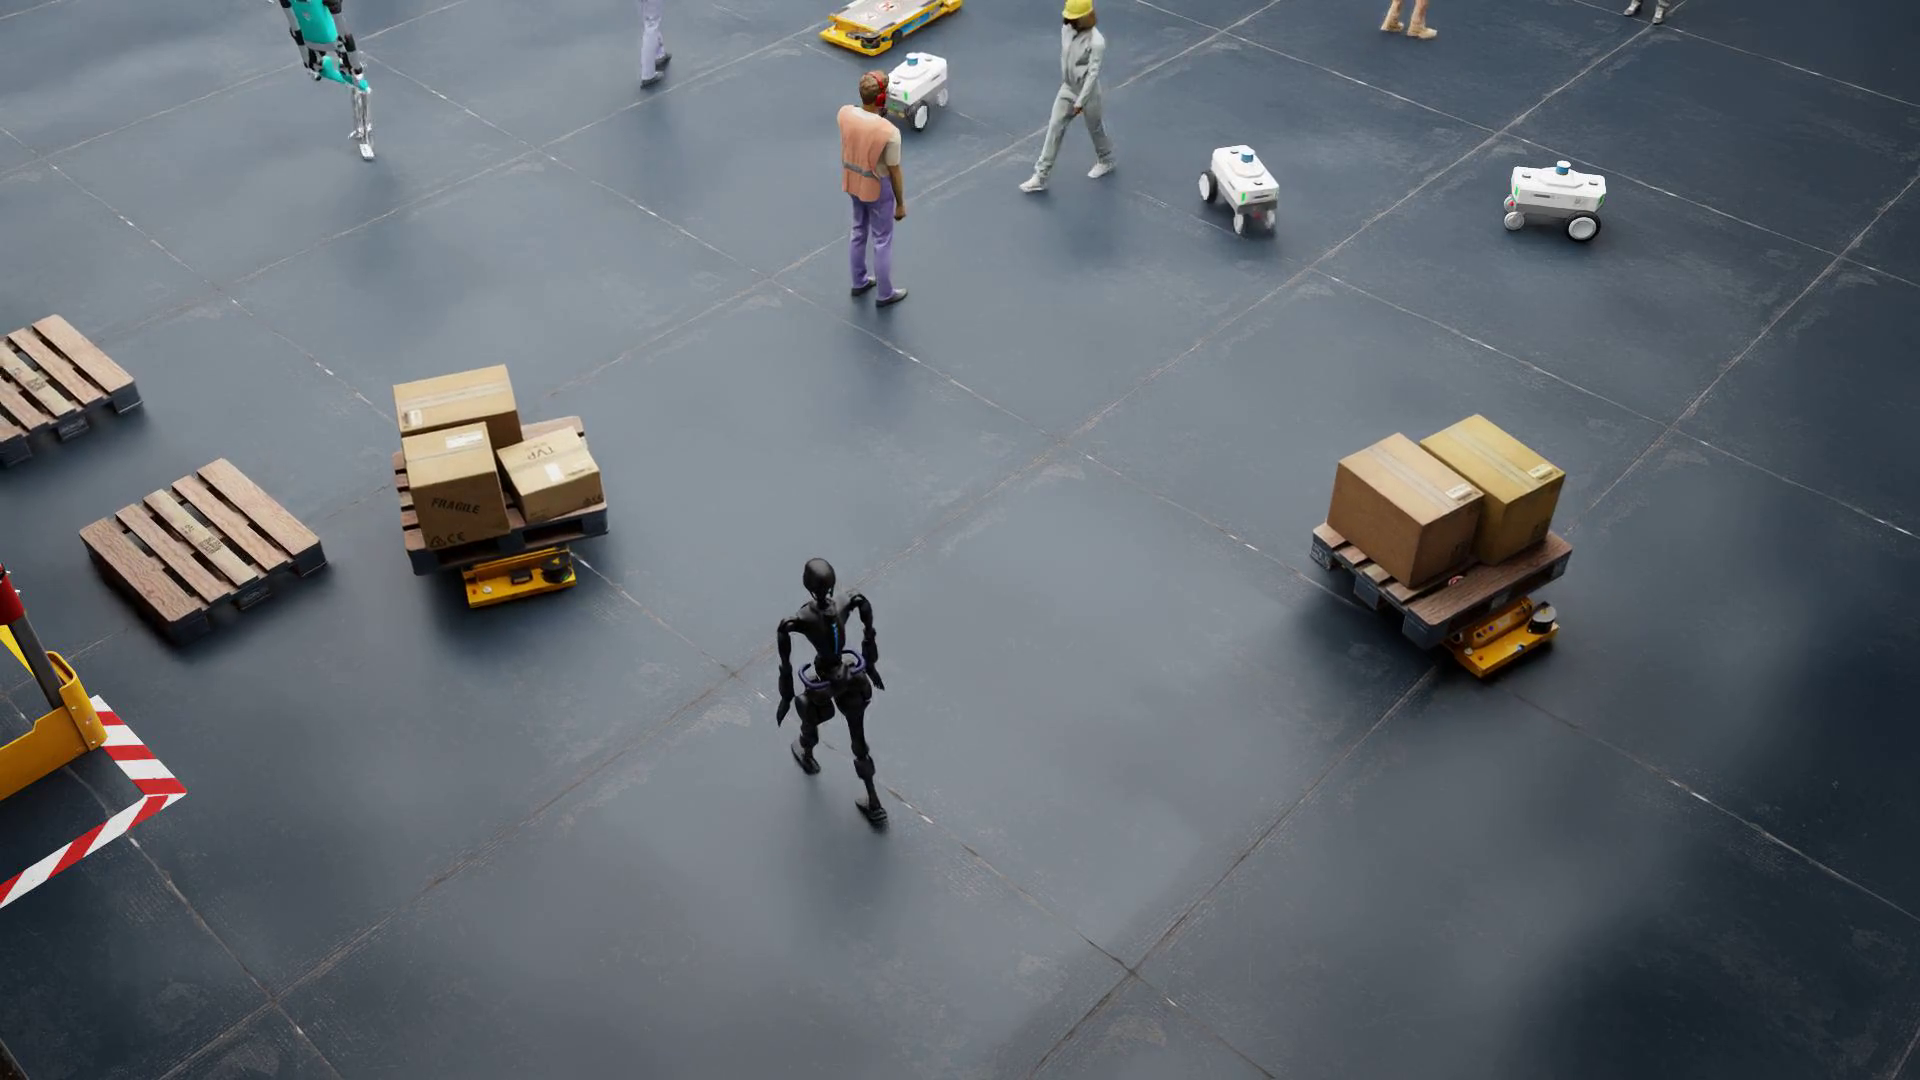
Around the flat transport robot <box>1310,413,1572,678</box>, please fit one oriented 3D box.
[{"bbox_3d":[2.921,0.239,10.260,0.659,0.231,1.431,-24,47,-24],"label":"flat transport robot"}]

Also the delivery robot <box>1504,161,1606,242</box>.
[{"bbox_3d":[4.811,-2.753,13.381,0.794,0.606,0.499,9,43,10],"label":"delivery robot"}]

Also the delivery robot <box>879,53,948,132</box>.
[{"bbox_3d":[-0.421,-4.037,14.778,0.499,0.566,0.739,23,47,23],"label":"delivery robot"}]

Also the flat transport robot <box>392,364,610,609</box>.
[{"bbox_3d":[-2.918,-0.150,10.693,0.659,0.231,1.431,-13,44,-14],"label":"flat transport robot"}]

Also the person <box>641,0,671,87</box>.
[{"bbox_3d":[-2.781,-5.049,14.992,0.590,1.796,0.780,19,45,20],"label":"person"}]

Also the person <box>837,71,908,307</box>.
[{"bbox_3d":[-0.648,-2.546,12.183,0.559,1.839,0.385,28,49,28],"label":"person"}]

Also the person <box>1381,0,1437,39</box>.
[{"bbox_3d":[4.338,-5.531,15.586,0.529,1.697,0.509,-2,42,-2],"label":"person"}]

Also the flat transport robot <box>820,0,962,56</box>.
[{"bbox_3d":[-0.664,-5.131,16.230,0.659,0.231,1.431,26,48,26],"label":"flat transport robot"}]

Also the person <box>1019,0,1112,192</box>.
[{"bbox_3d":[0.949,-3.637,13.507,0.927,1.680,0.494,-34,52,-32],"label":"person"}]

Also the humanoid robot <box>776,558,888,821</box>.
[{"bbox_3d":[-0.670,0.757,8.666,0.611,1.627,0.768,-22,46,-22],"label":"humanoid robot"}]

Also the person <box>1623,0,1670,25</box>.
[{"bbox_3d":[6.789,-5.889,15.904,0.563,1.834,0.406,23,47,23],"label":"person"}]

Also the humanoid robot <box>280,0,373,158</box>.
[{"bbox_3d":[-5.170,-4.069,13.961,0.582,1.780,0.867,8,43,9],"label":"humanoid robot"}]

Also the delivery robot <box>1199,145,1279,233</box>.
[{"bbox_3d":[2.302,-2.908,13.552,0.499,0.605,0.781,-10,43,-11],"label":"delivery robot"}]
